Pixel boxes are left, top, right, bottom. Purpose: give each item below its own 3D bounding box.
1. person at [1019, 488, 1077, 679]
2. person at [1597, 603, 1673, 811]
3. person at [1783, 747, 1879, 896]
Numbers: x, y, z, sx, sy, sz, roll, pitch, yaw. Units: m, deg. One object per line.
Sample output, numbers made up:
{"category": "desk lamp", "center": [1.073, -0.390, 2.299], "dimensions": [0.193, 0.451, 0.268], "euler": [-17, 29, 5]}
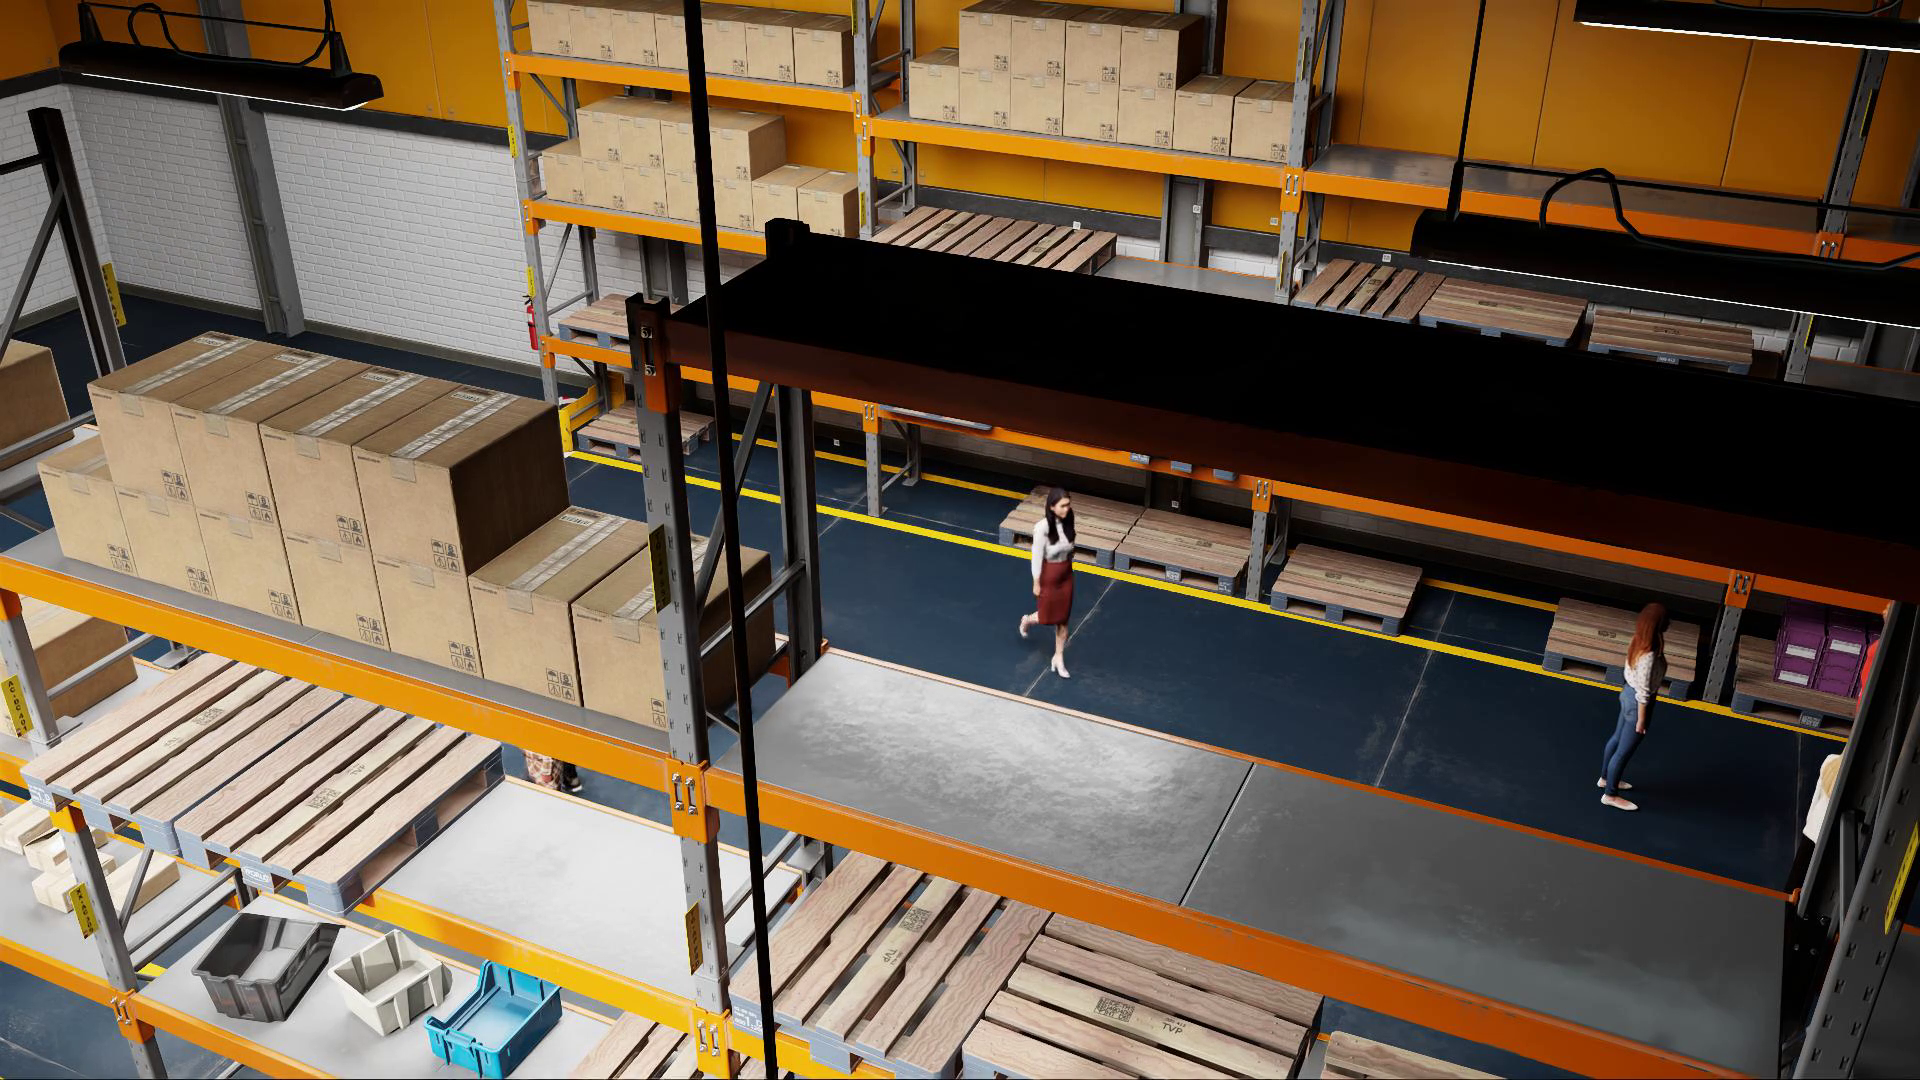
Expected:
{"category": "person", "center": [0.754, 0.337, 14.182], "dimensions": [0.862, 1.737, 0.992], "euler": [-18, 33, -30]}
{"category": "person", "center": [5.100, 1.228, 12.557], "dimensions": [0.562, 1.728, 0.623], "euler": [6, 29, 11]}
{"category": "person", "center": [5.735, 2.018, 10.972], "dimensions": [0.735, 1.861, 0.661], "euler": [-12, 31, -20]}
